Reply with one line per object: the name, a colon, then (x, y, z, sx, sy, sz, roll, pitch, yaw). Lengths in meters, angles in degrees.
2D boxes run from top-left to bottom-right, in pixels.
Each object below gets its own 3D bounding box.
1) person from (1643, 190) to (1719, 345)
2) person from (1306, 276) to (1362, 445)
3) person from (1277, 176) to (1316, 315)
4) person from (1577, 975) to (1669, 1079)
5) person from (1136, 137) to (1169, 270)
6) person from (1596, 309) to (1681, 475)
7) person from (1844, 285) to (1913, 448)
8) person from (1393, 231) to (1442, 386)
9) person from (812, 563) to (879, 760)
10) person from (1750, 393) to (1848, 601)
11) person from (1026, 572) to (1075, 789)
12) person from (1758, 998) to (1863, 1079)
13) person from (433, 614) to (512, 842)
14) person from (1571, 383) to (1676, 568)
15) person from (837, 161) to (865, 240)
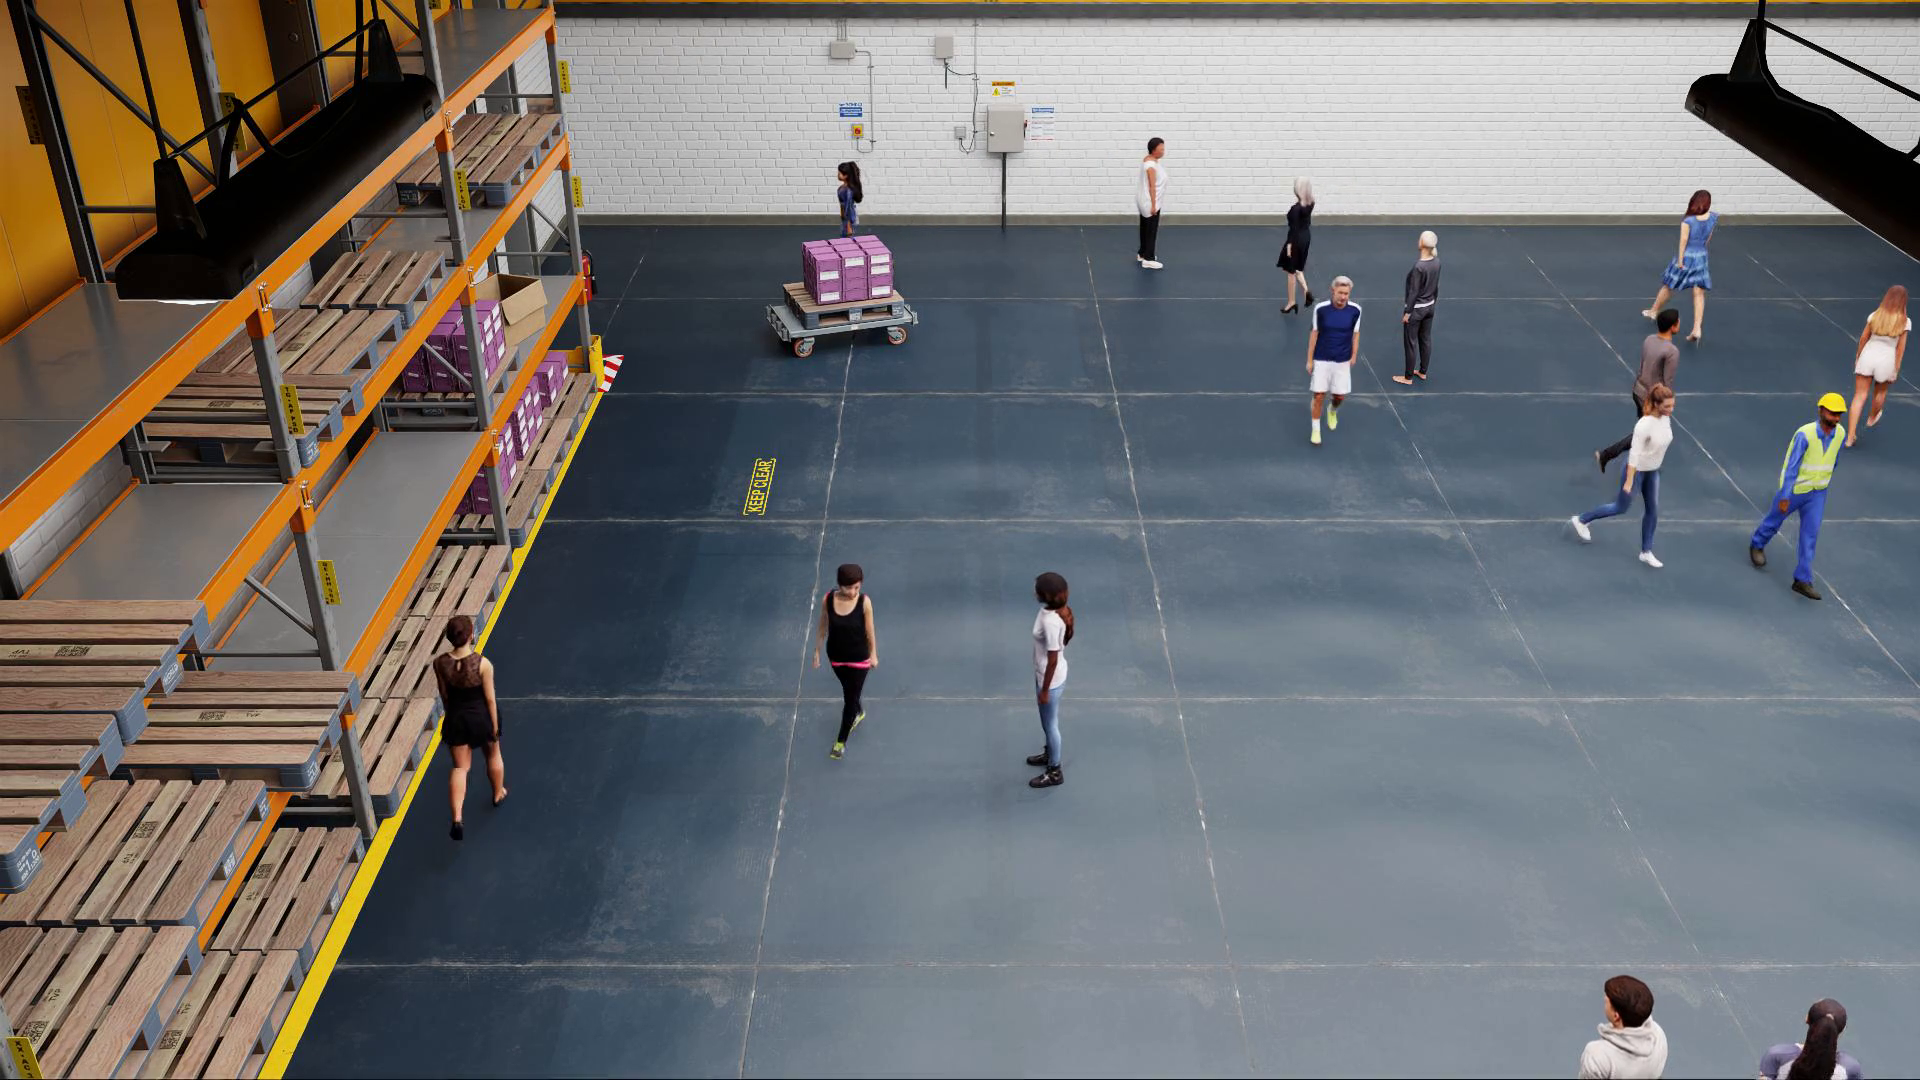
person: (8.557, -3.133, 19.363, 0.779, 1.742, 1.214, -5, 29, -10)
person: (3.783, -1.881, 16.988, 0.701, 1.818, 0.779, 4, 29, 7)
person: (4.153, -3.529, 20.095, 0.892, 1.736, 0.848, 20, 34, 32)
person: (3.194, 2.898, 8.193, 0.752, 1.850, 0.749, -14, 32, -24)
person: (2.513, -4.441, 21.816, 0.718, 1.689, 0.553, -2, 29, -3)
person: (6.614, -1.387, 16.156, 0.835, 1.747, 0.967, -20, 34, -32)
person: (9.279, -1.731, 16.885, 0.992, 1.653, 1.143, 20, 34, 32)
person: (5.078, -2.573, 18.353, 0.690, 1.726, 0.711, -19, 34, -31)
person: (-0.790, 0.805, 12.385, 0.819, 1.510, 1.038, 11, 30, 19)
person: (7.265, -0.462, 14.442, 0.775, 1.765, 1.243, -3, 29, -5)
person: (0.635, 0.980, 11.847, 0.639, 1.719, 0.452, 1, 29, 1)
person: (4.117, 2.994, 8.245, 0.747, 1.632, 0.843, 9, 30, 16)
person: (-3.376, 1.282, 11.360, 0.580, 1.654, 0.987, 1, 29, 1)
person: (5.962, -0.616, 14.801, 1.058, 1.691, 1.206, -20, 35, -33)
person: (-1.338, -4.029, 21.147, 0.705, 1.607, 0.748, -2, 29, -4)
